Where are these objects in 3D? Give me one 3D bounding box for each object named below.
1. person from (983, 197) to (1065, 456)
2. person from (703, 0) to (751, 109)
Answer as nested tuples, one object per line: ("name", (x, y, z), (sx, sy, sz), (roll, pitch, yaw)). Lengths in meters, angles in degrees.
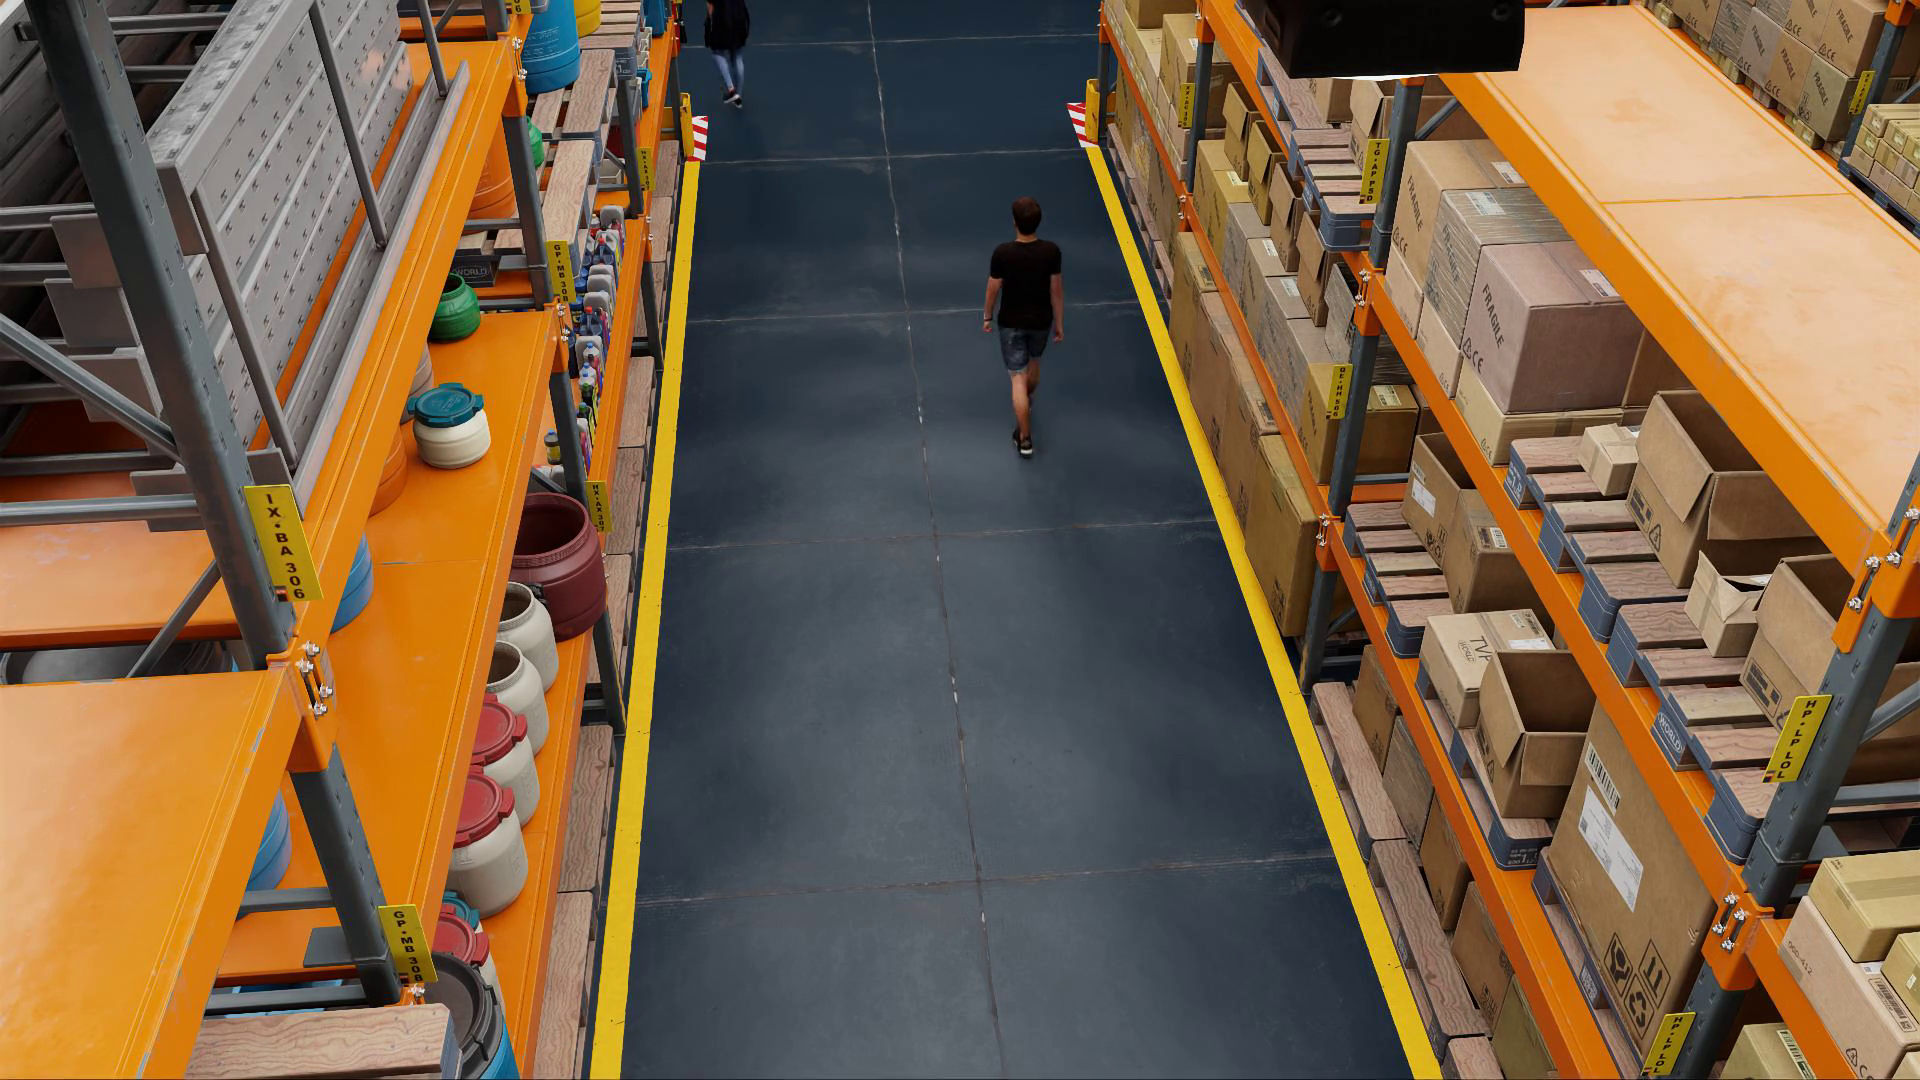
("person", (0.465, -1.429, 11.397), (0.767, 1.813, 1.101), (-6, 38, -8))
("person", (-2.218, -5.010, 16.222), (0.758, 1.674, 0.814), (-19, 41, -23))
